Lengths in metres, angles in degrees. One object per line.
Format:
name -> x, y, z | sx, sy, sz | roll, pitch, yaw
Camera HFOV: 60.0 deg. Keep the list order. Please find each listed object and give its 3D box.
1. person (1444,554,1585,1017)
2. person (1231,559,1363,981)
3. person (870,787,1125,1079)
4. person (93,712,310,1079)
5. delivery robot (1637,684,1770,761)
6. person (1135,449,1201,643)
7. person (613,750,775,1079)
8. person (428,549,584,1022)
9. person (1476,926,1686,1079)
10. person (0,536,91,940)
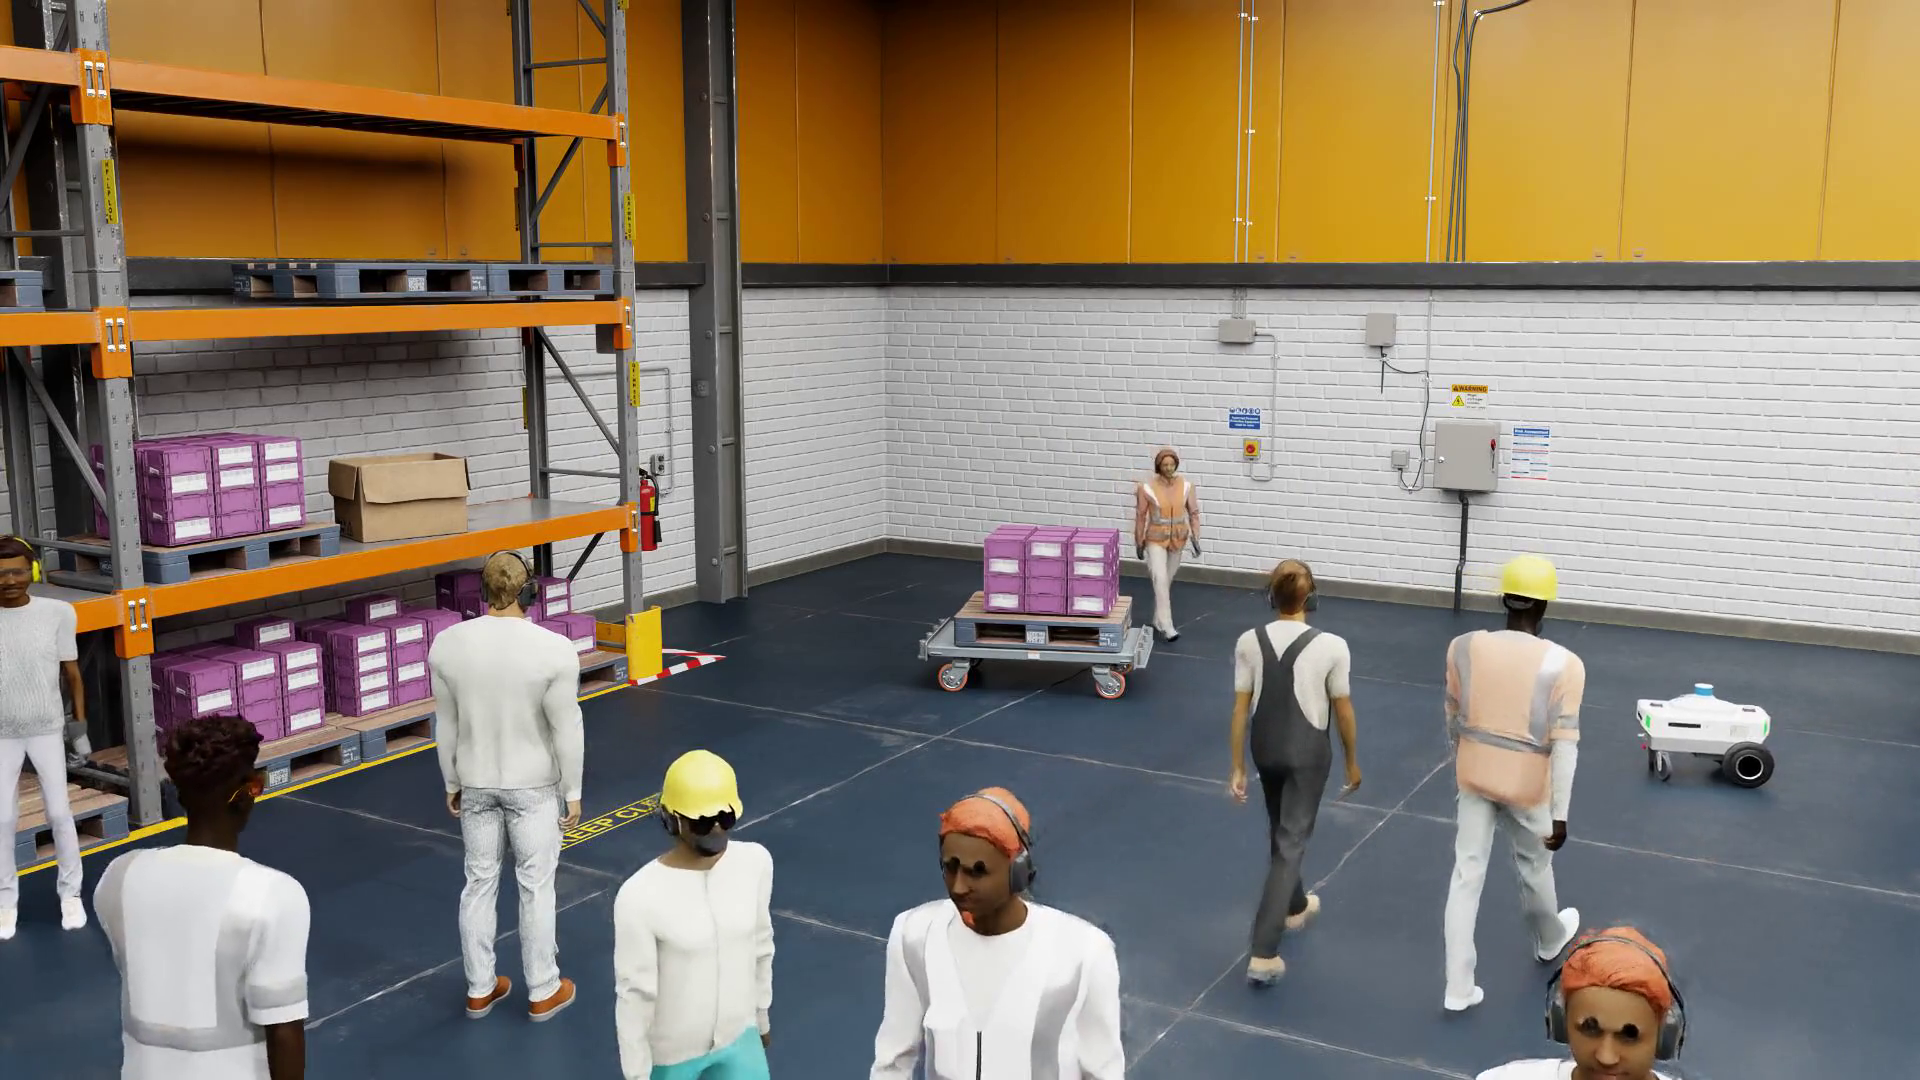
person -> 2.325, 0.985, 6.976 | 0.598, 1.871, 1.010 | 7, 11, 36
person -> 1.451, 0.979, 7.316 | 0.511, 1.800, 0.984 | 7, 11, 36
person -> 0.060, 1.489, 3.854 | 0.613, 1.864, 0.612 | 5, 10, 26
person -> -1.859, 1.377, 4.344 | 0.613, 1.930, 0.850 | 2, 9, 10
delivery robot -> 4.467, 1.110, 10.023 | 0.707, 0.478, 0.477 | 2, 9, 14
person -> 1.725, 0.041, 13.793 | 0.511, 1.581, 0.900 | -2, 9, -15
person -> -0.701, 1.433, 4.666 | 0.552, 1.713, 0.912 | -7, 11, -37
person -> -1.819, 0.997, 6.741 | 0.625, 1.935, 0.363 | 1, 9, 8
person -> 1.267, 1.611, 3.216 | 0.593, 1.849, 0.966 | 5, 10, 28
person -> -4.283, 0.895, 7.616 | 0.512, 1.860, 0.321 | -4, 10, -24
